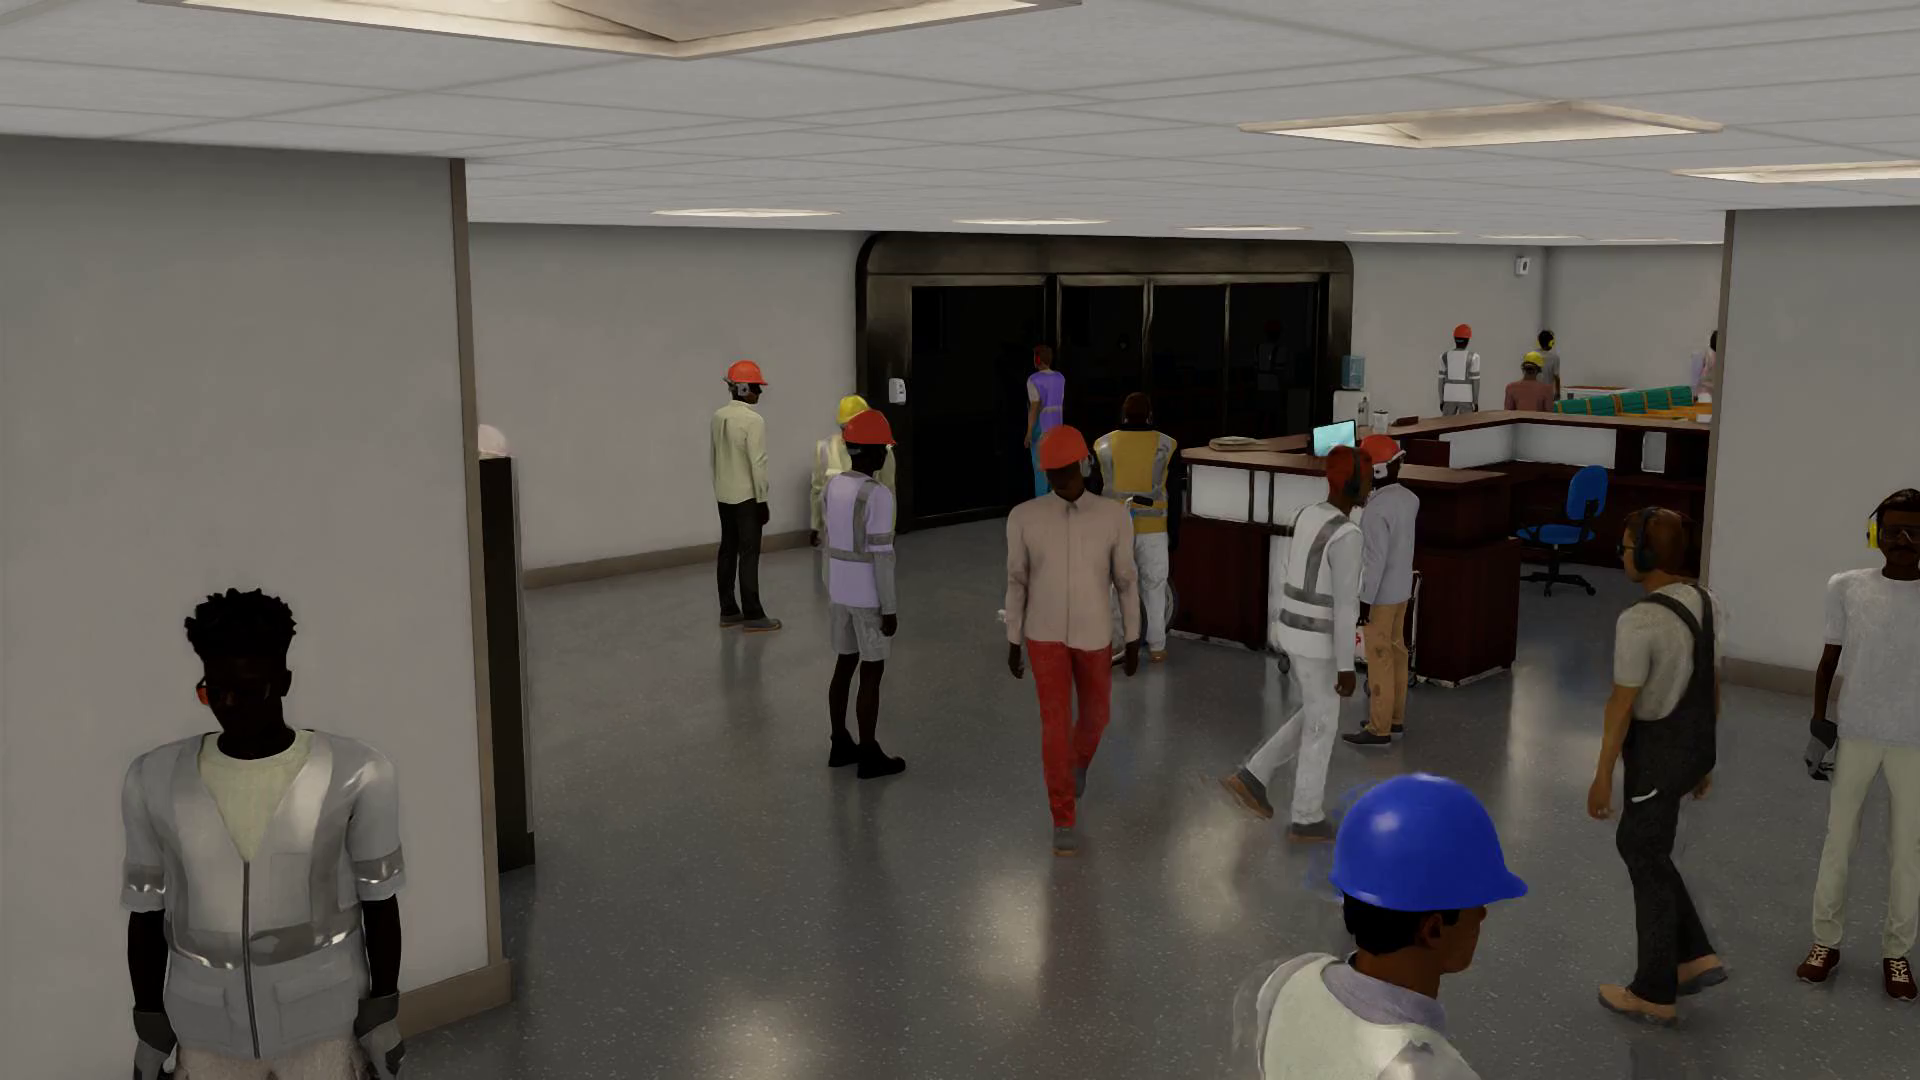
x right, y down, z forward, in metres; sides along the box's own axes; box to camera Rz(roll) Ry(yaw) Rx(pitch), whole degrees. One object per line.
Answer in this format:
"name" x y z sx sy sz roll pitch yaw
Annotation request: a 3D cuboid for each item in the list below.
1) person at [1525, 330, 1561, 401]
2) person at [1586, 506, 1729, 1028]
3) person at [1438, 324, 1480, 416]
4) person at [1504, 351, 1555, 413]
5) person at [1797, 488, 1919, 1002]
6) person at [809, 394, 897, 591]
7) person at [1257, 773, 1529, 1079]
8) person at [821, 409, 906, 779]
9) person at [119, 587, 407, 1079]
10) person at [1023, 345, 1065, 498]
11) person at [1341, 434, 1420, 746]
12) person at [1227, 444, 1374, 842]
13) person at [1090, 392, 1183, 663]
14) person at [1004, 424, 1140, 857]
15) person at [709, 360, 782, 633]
"person" 7.948 -1.965 22.819 0.878 1.840 0.509 -8 12 -39
"person" 2.445 0.796 5.854 0.534 1.828 0.396 -8 12 -41
"person" 6.548 -1.860 21.820 0.546 1.942 0.348 6 11 34
"person" 6.184 -1.164 18.092 0.533 1.768 0.311 5 10 27
"person" 3.384 0.739 6.087 0.514 1.876 0.328 5 11 30
"person" -0.747 -0.111 11.493 0.641 1.805 0.430 2 10 14
"person" 0.583 1.295 2.559 0.904 1.919 0.620 -2 9 -12
"person" -0.497 0.281 8.738 0.381 1.931 0.545 -7 12 -37
"person" -1.561 1.072 3.763 0.606 1.966 0.367 -2 9 -11
"person" 0.916 -1.173 17.897 0.375 1.843 0.575 8 12 40
"person" 2.342 0.277 9.309 0.337 1.743 0.562 6 11 34
"person" 1.617 0.487 7.670 0.540 1.865 0.589 -1 9 -6
"person" 1.187 -0.081 11.252 0.630 1.835 0.429 2 10 13
"person" 0.522 0.418 7.822 0.631 1.949 0.916 0 9 -2
"person" -1.593 -0.322 12.228 0.391 1.991 0.613 -8 12 -41
